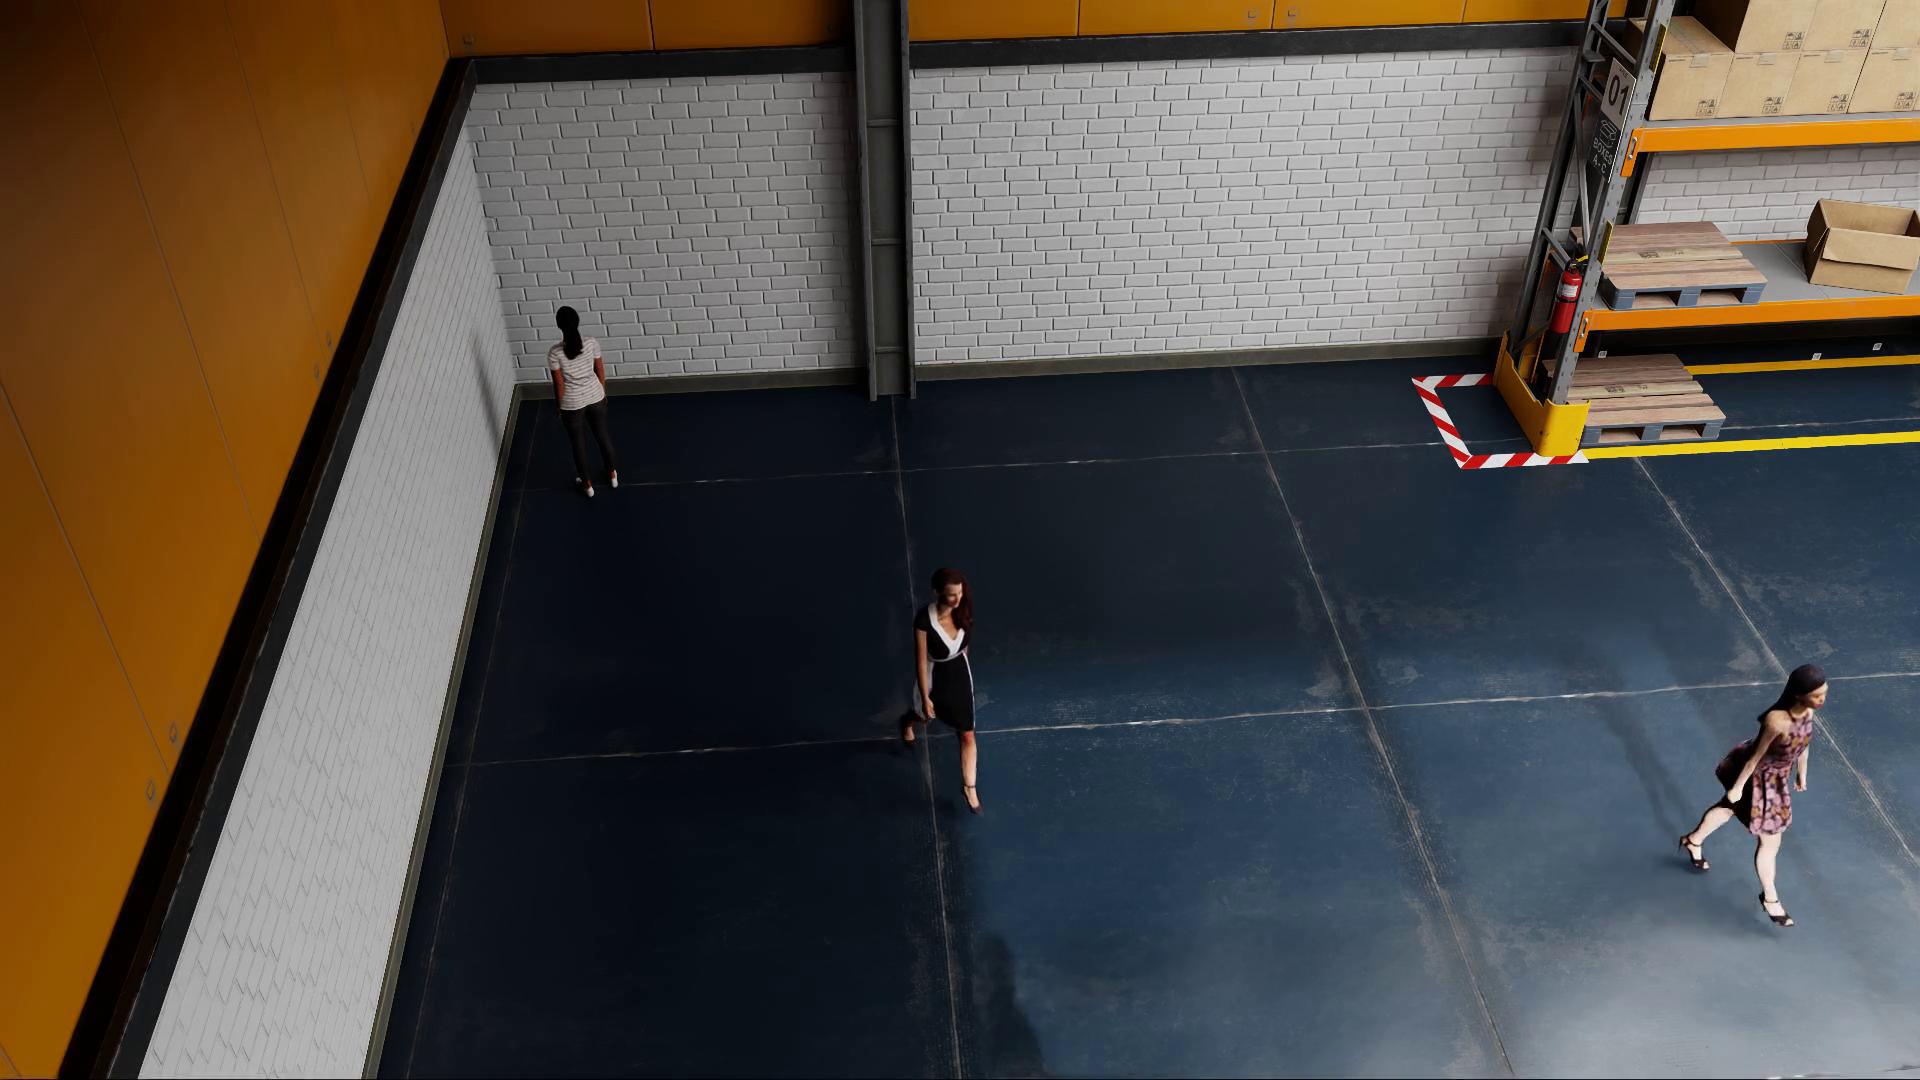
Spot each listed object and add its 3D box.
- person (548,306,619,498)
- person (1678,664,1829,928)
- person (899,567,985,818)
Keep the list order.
[{"bbox_3d":[-2.892,-1.071,12.743,0.602,1.646,0.709,-21,43,-24],"label":"person"},{"bbox_3d":[4.548,1.351,9.633,1.054,1.742,1.030,-27,46,-29],"label":"person"},{"bbox_3d":[-0.167,0.856,10.243,1.145,1.755,0.988,-20,43,-24],"label":"person"}]
